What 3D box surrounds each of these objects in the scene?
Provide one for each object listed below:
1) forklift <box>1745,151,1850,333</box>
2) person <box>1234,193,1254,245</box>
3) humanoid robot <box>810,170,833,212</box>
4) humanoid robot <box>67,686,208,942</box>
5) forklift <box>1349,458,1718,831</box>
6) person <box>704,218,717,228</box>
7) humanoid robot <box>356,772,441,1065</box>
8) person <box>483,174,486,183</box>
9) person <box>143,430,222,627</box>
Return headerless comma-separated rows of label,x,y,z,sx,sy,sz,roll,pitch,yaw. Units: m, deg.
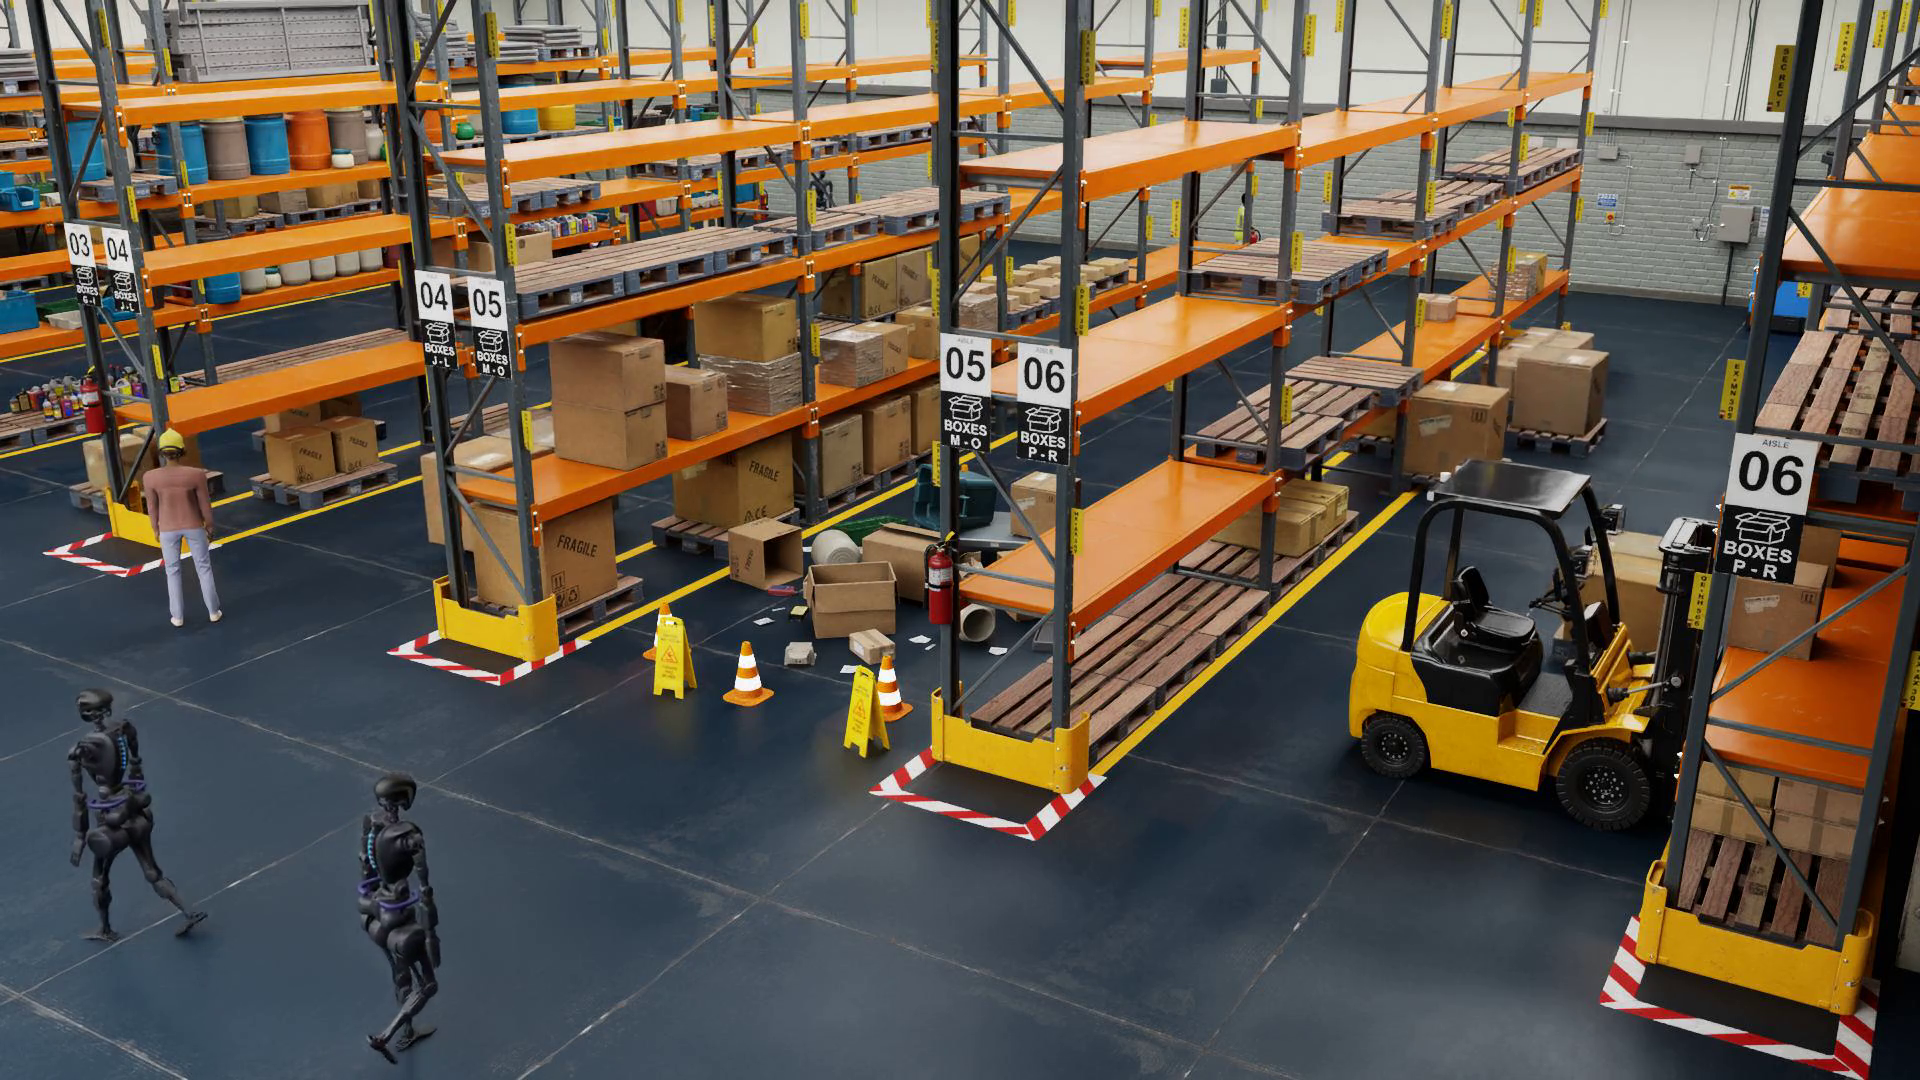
forklift,13.620,-4.667,26.137,1.873,2.768,1.129,11,22,29
person,5.182,-5.512,30.381,0.321,1.686,0.537,-2,19,-5
humanoid robot,-2.913,-6.879,34.339,0.588,1.640,0.451,-10,21,-27
humanoid robot,-4.937,1.639,9.796,0.748,1.643,0.591,4,19,11
forklift,3.988,0.658,11.776,2.313,2.155,1.214,11,22,29
person,-5.236,-7.063,34.864,0.489,1.688,0.346,-6,20,-16
humanoid robot,-3.016,1.989,8.717,0.611,1.644,0.462,14,23,35
person,-10.405,-7.741,36.650,0.333,1.802,0.528,13,23,34
person,-6.848,-0.106,14.655,0.515,1.759,0.343,-8,21,-21
